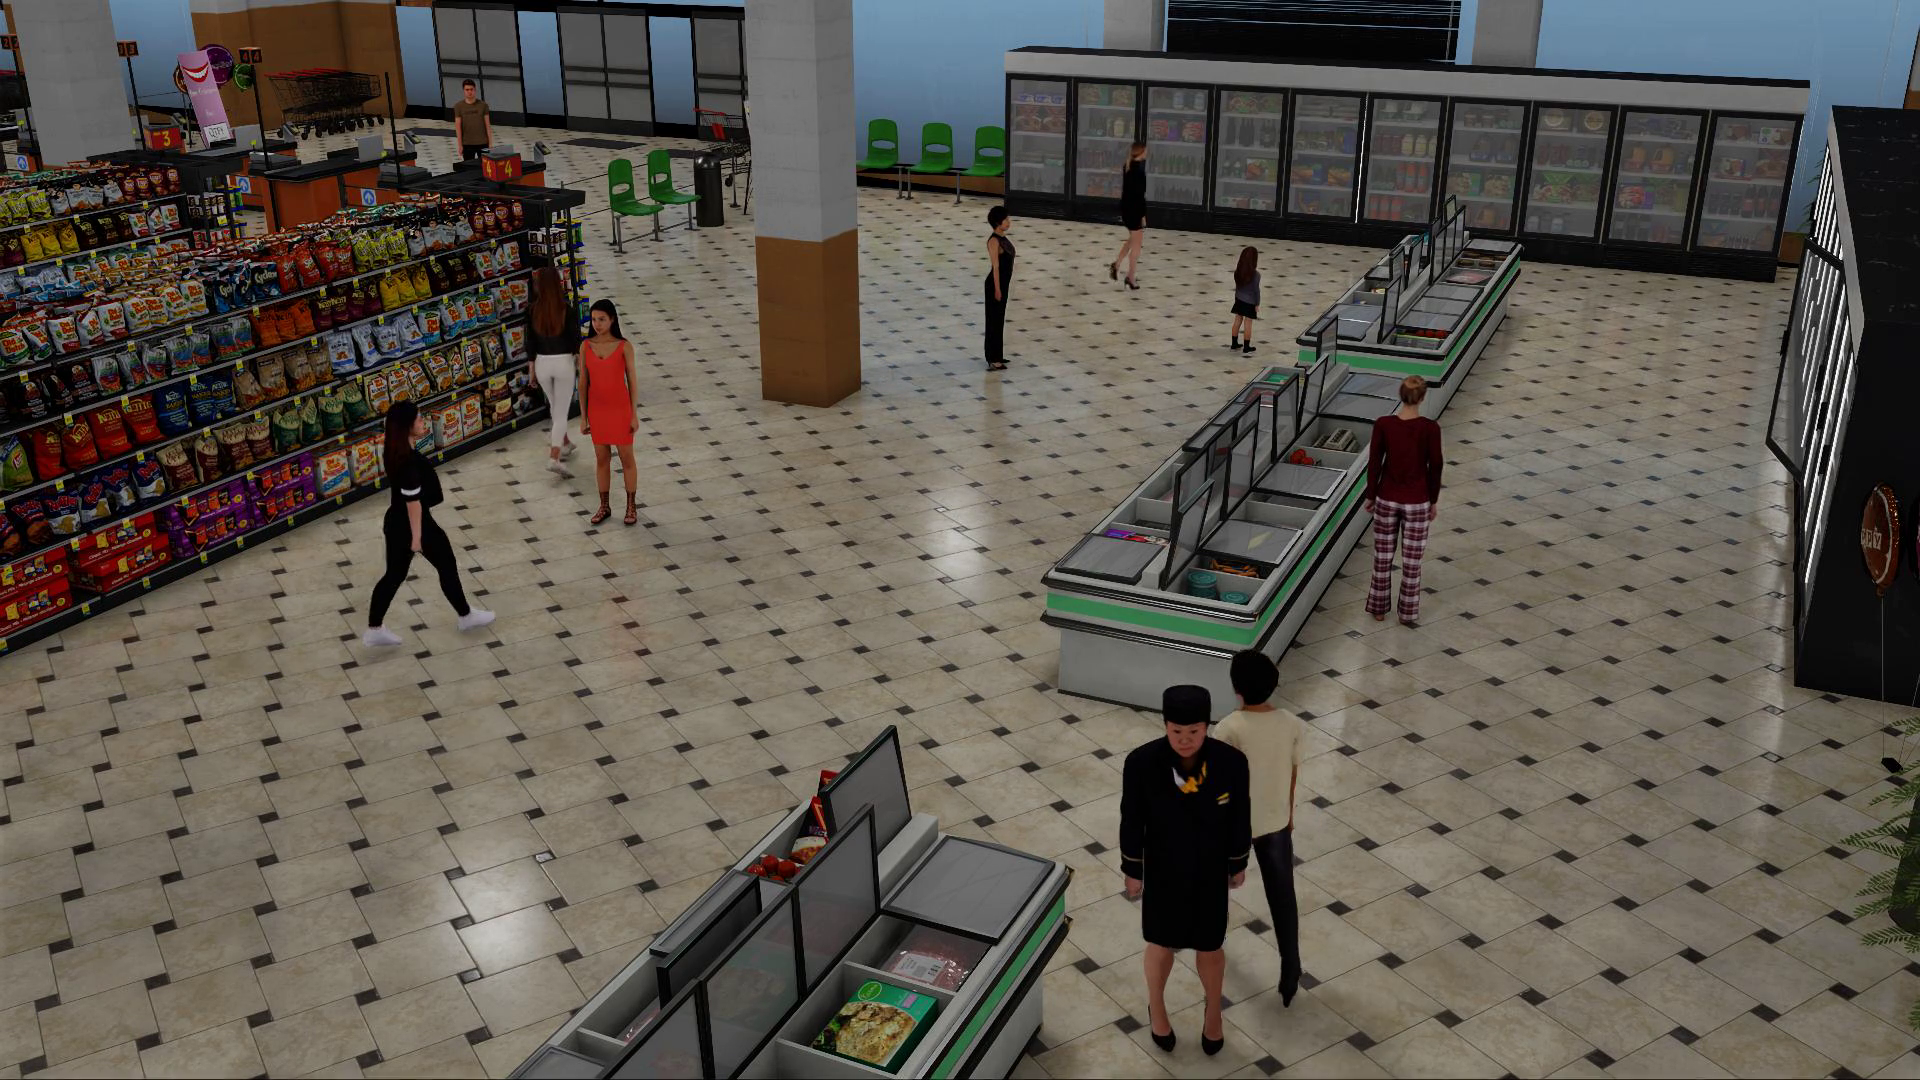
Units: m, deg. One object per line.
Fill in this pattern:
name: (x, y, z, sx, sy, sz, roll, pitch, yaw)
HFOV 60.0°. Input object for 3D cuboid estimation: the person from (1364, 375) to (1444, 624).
person: (2.883, -0.272, 10.828, 0.629, 1.696, 0.509, 8, 23, 19)

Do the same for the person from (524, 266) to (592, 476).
person: (-3.313, -1.341, 13.529, 0.869, 1.665, 1.211, 3, 22, 7)

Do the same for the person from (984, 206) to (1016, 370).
person: (0.368, -2.518, 16.540, 0.686, 1.604, 0.528, 4, 22, 10)

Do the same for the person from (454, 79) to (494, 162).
person: (-7.118, -5.817, 24.417, 0.727, 1.852, 0.805, -9, 24, -22)

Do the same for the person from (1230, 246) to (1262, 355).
person: (2.939, -2.480, 17.114, 0.542, 1.105, 0.524, -18, 28, -37)

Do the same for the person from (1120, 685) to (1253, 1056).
person: (0.933, 1.339, 6.856, 0.776, 1.666, 0.753, 2, 22, 5)

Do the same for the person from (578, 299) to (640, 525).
person: (-2.627, -0.959, 12.506, 0.661, 1.719, 0.640, 1, 22, 2)

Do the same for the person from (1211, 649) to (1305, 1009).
person: (1.293, 1.284, 7.178, 1.007, 1.530, 1.151, -4, 22, -10)

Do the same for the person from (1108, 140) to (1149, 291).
person: (1.957, -3.781, 19.489, 0.847, 1.749, 0.782, -10, 24, -23)

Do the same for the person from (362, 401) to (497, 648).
person: (-3.517, -0.060, 10.430, 1.178, 1.598, 0.927, -16, 27, -35)
